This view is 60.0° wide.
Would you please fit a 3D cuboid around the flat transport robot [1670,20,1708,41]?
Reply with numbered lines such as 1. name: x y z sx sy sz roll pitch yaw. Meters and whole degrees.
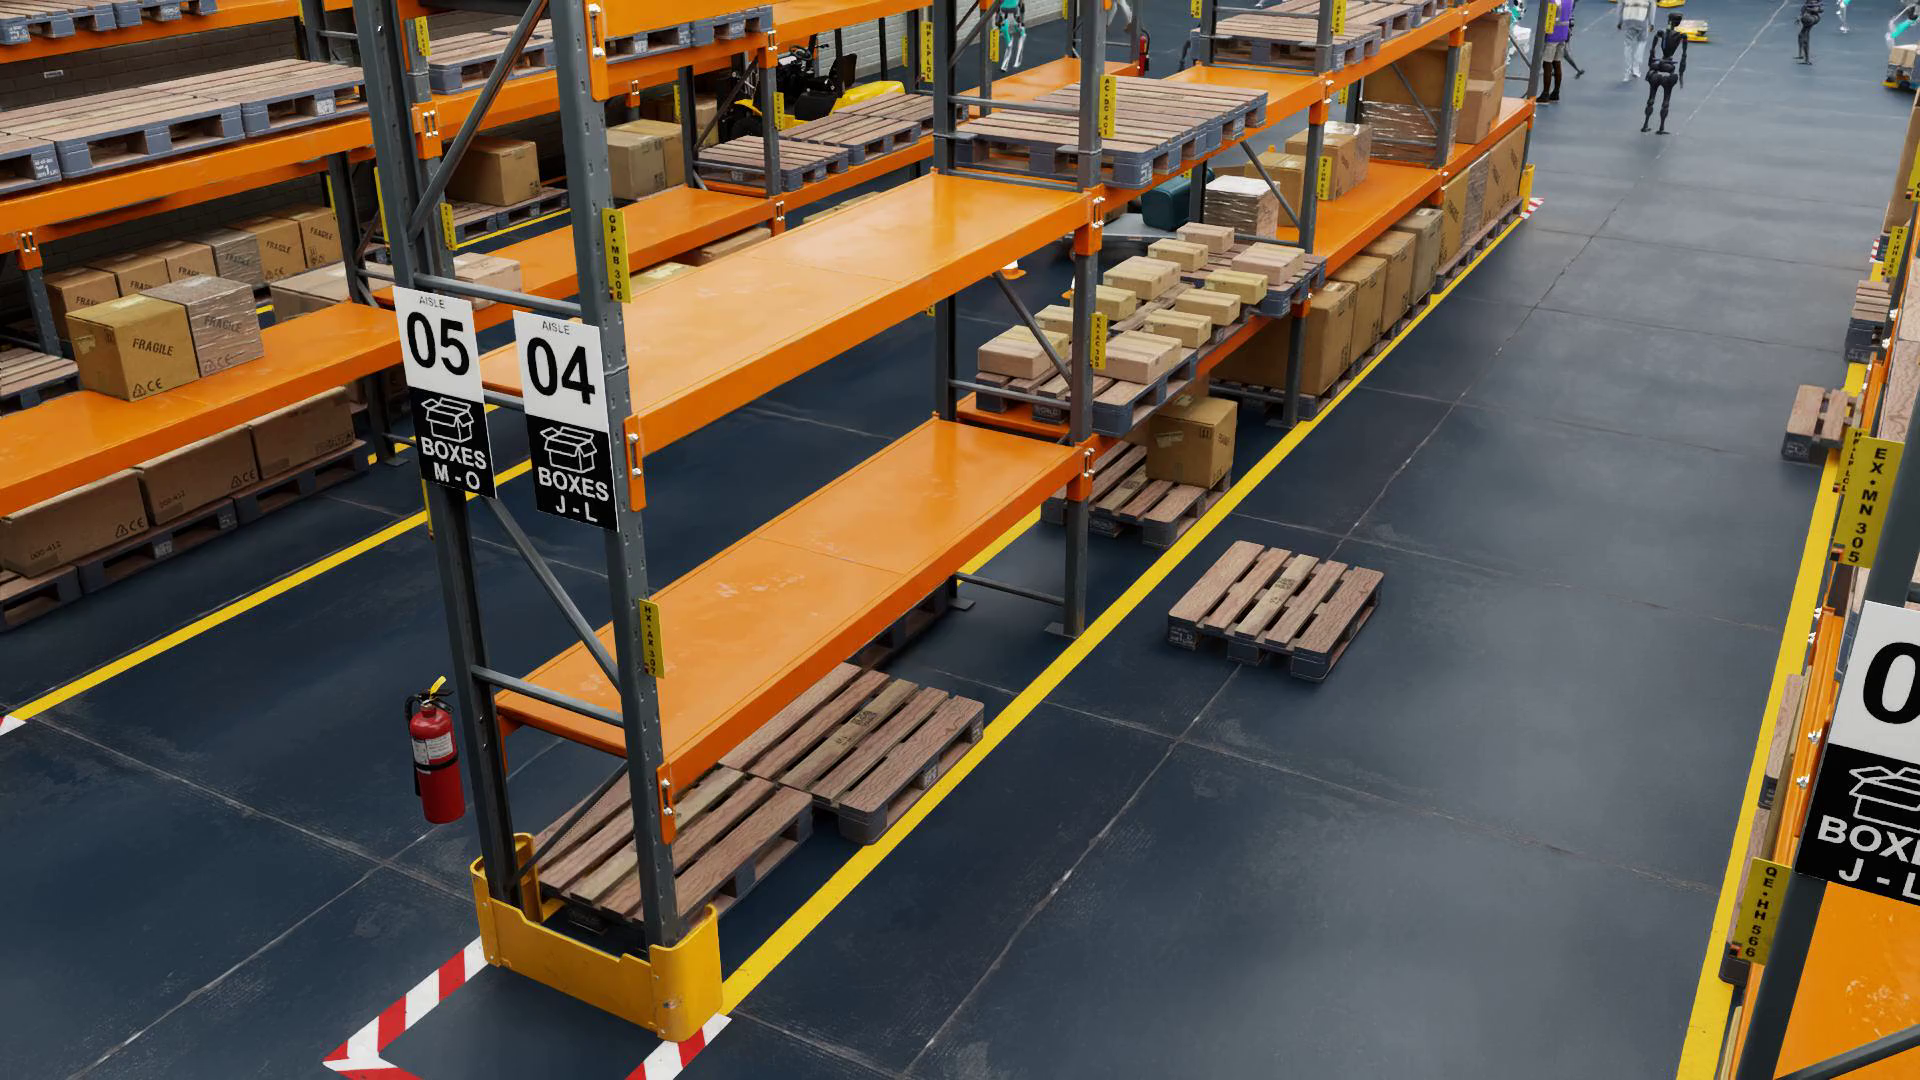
1. flat transport robot: 13.685 -9.579 31.245 0.659 0.231 1.431 10 27 20

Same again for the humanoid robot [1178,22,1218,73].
1. humanoid robot: 3.242 -6.247 22.713 0.611 1.634 0.550 14 29 27

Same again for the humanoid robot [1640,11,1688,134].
1. humanoid robot: 9.898 -6.579 23.372 0.315 1.657 0.599 -17 31 -31

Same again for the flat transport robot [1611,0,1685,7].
1. flat transport robot: 14.475 -11.452 35.137 0.659 0.231 1.431 -22 33 -37

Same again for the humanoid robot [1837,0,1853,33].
1. humanoid robot: 16.711 -10.347 31.160 0.852 1.778 0.542 -10 28 -20

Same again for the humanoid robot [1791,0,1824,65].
1. humanoid robot: 14.502 -8.989 28.407 0.601 1.646 0.486 -20 32 -36

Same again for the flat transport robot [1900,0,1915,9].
1. flat transport robot: 19.758 -10.813 33.810 0.659 0.231 1.431 8 27 16

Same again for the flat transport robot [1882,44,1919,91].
1. flat transport robot: 15.443 -7.170 26.240 0.659 0.231 1.431 -11 28 -22

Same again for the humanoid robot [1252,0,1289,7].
1. humanoid robot: 6.620 -11.933 34.501 1.015 1.772 0.533 -3 26 -7

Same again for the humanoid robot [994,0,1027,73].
1. humanoid robot: 0.871 -8.566 27.472 0.546 1.741 1.020 9 27 18

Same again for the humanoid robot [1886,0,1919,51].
1. humanoid robot: 16.034 -8.903 28.149 0.669 1.790 0.547 15 30 29

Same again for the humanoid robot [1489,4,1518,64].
1. humanoid robot: 9.231 -8.937 28.237 0.821 1.769 0.530 14 29 27

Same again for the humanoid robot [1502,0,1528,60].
1. humanoid robot: 9.441 -9.139 28.711 0.533 1.859 0.681 -4 26 -8

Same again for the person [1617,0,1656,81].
1. person: 10.982 -8.457 27.040 0.621 1.889 0.576 14 29 26

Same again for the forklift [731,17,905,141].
1. forklift: -1.819 -5.975 21.543 2.313 2.155 1.214 14 29 26

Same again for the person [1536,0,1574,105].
1. person: 9.003 -7.615 25.223 0.602 1.959 0.369 -20 32 -35

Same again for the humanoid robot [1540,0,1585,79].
1. humanoid robot: 9.959 -8.392 27.208 0.707 1.656 0.601 9 27 18

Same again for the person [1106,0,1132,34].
1. person: 3.077 -10.606 31.520 0.657 1.883 0.994 -23 34 -39

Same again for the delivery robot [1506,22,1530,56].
1. delivery robot: 9.728 -8.869 29.463 0.792 0.614 0.499 -16 30 -29
